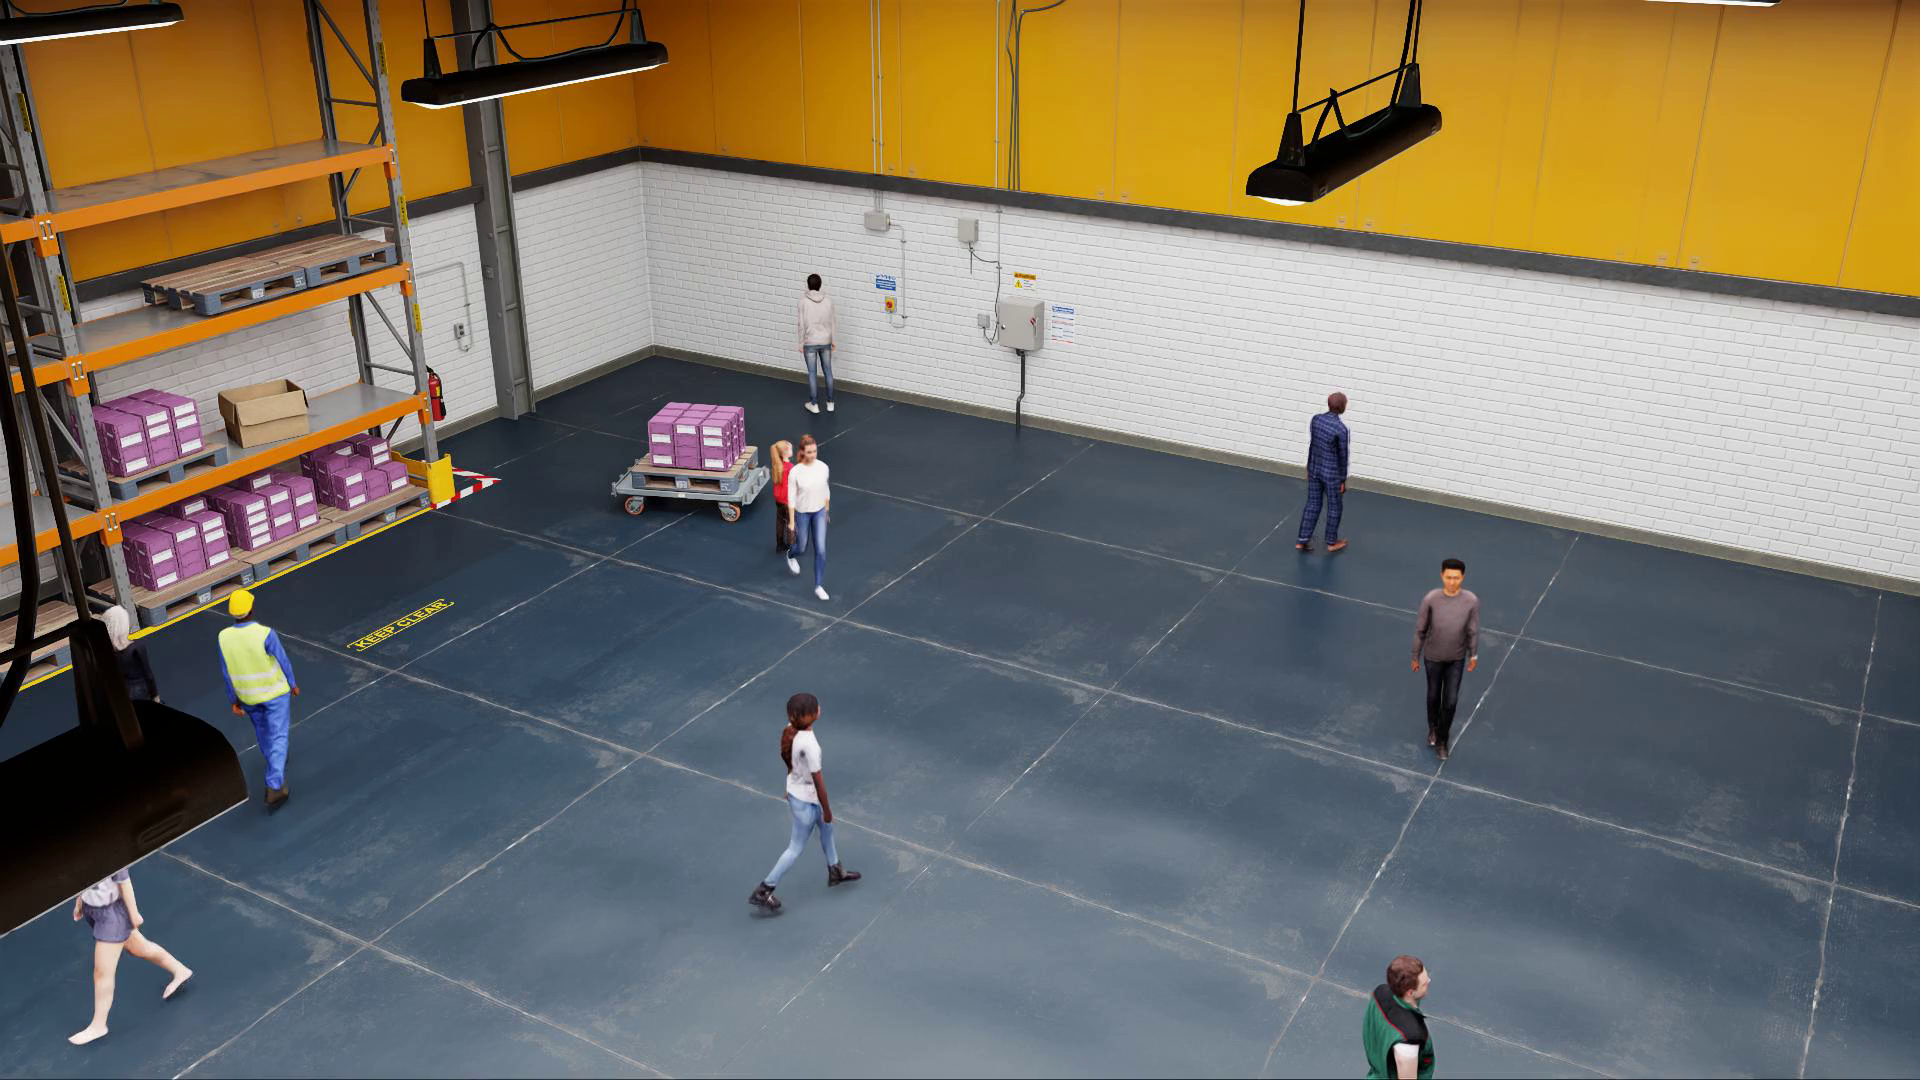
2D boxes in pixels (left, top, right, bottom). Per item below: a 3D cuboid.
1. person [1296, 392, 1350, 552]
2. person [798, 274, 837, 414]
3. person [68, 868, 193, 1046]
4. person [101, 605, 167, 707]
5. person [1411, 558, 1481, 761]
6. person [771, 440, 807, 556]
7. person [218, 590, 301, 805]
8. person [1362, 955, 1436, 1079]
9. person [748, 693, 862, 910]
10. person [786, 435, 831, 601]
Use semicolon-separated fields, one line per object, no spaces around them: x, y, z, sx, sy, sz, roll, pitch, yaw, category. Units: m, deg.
3.929;-0.733;17.761;0.818;1.830;0.963;18;29;35;person
-1.895;-2.612;22.032;0.730;1.851;0.820;-9;25;-20;person
-5.433;2.418;10.832;0.772;1.606;1.119;21;31;39;person
-6.514;1.357;13.095;0.829;1.736;0.945;-1;24;-3;person
4.100;0.937;14.037;0.864;1.751;0.798;13;27;26;person
-1.867;-0.456;17.813;0.535;1.280;0.532;20;31;38;person
-5.568;1.259;13.260;0.991;1.784;1.160;0;24;-1;person
2.390;3.038;9.117;0.804;1.843;0.734;-5;24;-10;person
-1.189;1.902;11.922;1.190;1.678;1.032;-10;26;-22;person
-1.560;-0.261;16.852;1.085;1.692;1.037;-11;26;-24;person
